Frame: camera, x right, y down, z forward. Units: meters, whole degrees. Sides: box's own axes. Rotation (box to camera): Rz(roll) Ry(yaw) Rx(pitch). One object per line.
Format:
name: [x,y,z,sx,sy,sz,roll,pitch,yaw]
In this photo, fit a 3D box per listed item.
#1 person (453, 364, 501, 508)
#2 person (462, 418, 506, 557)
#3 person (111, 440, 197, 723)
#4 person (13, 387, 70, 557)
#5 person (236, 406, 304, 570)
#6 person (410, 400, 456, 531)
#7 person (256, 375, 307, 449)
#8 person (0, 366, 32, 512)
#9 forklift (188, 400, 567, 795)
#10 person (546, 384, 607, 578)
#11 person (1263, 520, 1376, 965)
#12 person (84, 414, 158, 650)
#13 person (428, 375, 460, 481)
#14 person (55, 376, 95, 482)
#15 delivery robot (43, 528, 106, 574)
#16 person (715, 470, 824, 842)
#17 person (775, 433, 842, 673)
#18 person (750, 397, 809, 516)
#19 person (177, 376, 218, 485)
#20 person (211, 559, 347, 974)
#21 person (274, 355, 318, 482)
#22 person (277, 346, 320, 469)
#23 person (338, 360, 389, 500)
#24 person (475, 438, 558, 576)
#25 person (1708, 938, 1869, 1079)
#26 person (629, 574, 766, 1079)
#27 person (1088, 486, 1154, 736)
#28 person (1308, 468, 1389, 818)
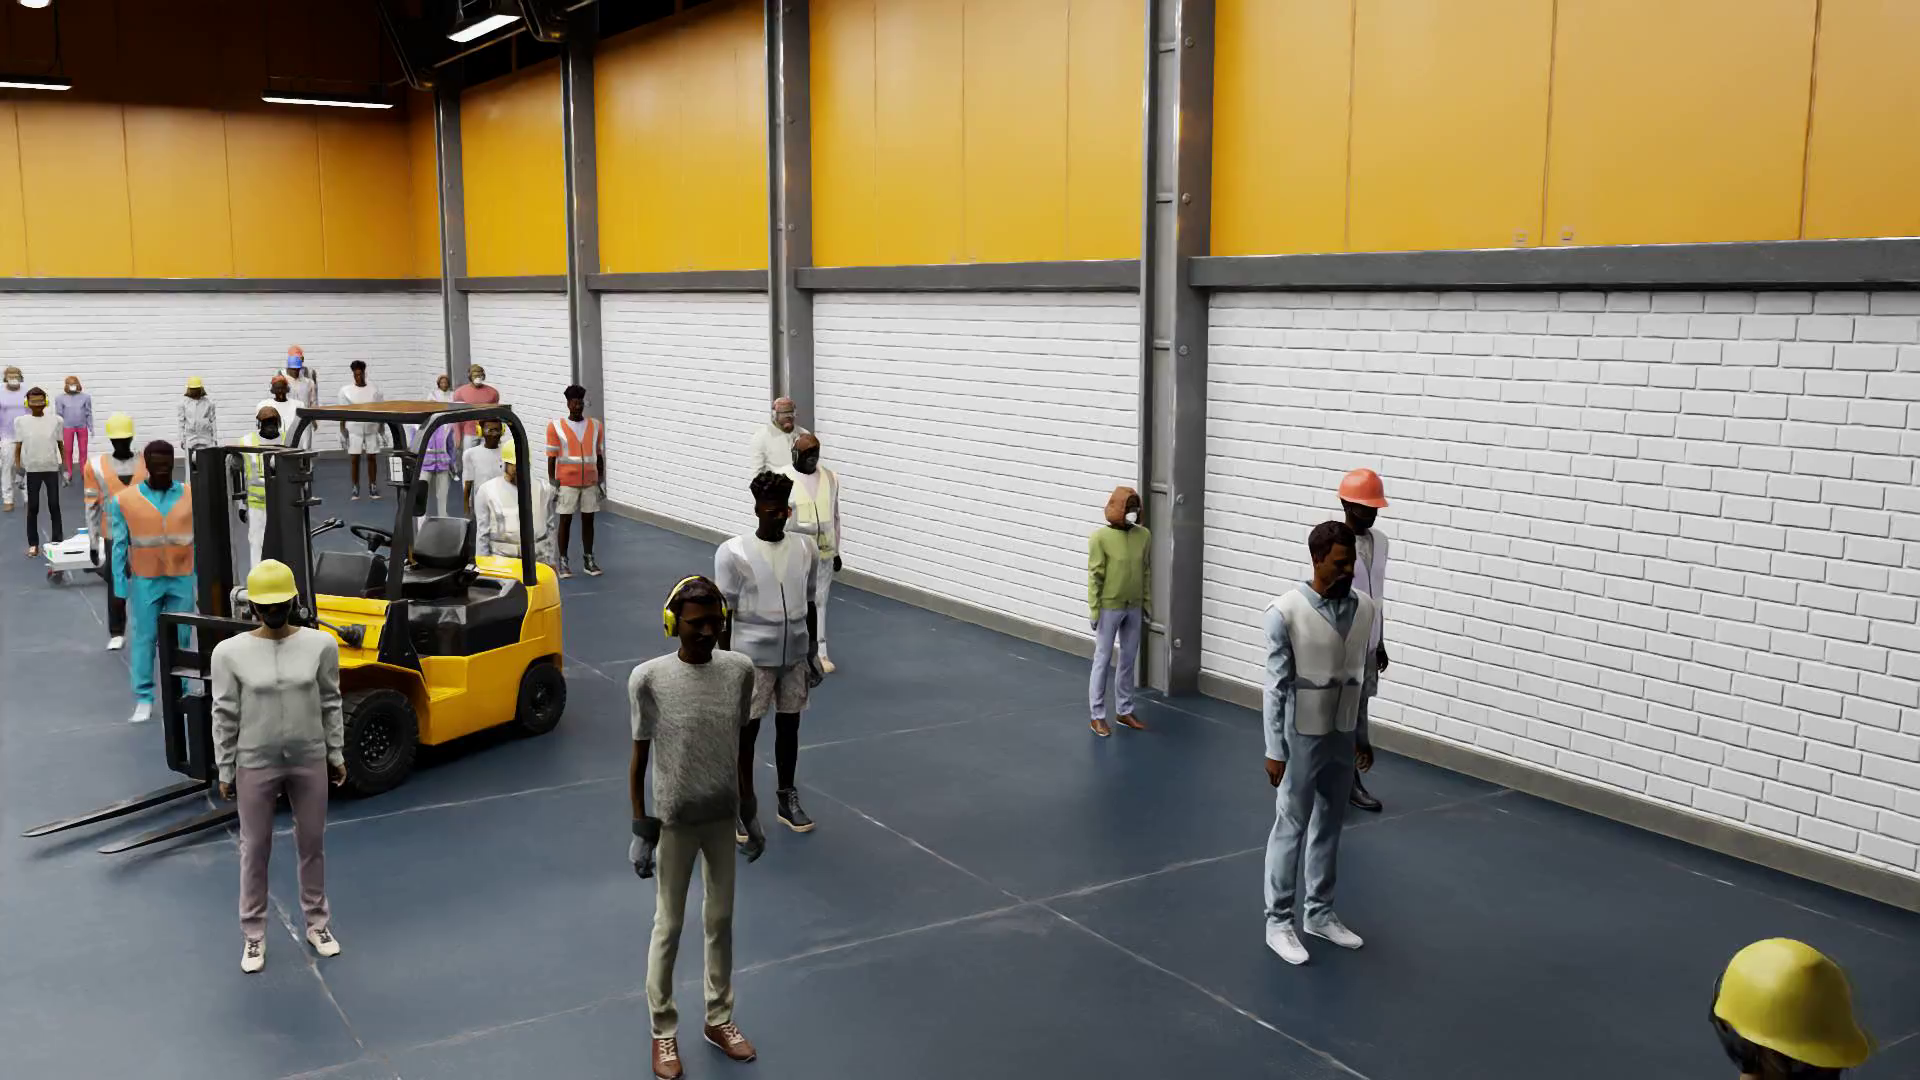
person: [-6.478,-1.395,22.350,0.635,1.936,0.356,-5,10,-32]
person: [-4.057,-0.190,14.473,0.533,1.864,0.310,-5,10,-32]
person: [-5.404,0.275,11.255,0.632,1.905,0.390,-7,11,-38]
person: [-10.057,-0.746,18.222,0.533,1.864,0.309,-5,10,-32]
person: [-6.414,-0.333,15.525,0.633,1.839,0.429,-5,10,-32]
person: [-6.183,-0.827,19.531,0.522,1.636,0.310,-5,10,-32]
person: [-8.290,-1.075,20.371,0.584,1.882,0.337,-5,10,-32]
person: [-12.480,-1.331,21.983,0.657,1.926,0.402,-7,11,-41]
forklift: [-3.529,0.258,10.348,1.214,2.155,2.313,4,9,25]
person: [-3.889,-0.601,16.903,0.613,1.963,0.361,-5,10,-32]
person: [1.551,0.857,7.245,0.596,1.914,0.373,-5,10,-32]
person: [-6.725,-0.061,13.465,0.607,1.912,0.458,-5,10,-29]
person: [-7.891,-1.713,25.495,0.522,1.638,0.310,-5,10,-32]
person: [-13.539,-1.695,25.448,0.540,1.620,0.369,-7,11,-37]
delivery robot: [-8.649,0.124,16.439,0.707,0.478,0.477,-6,10,-36]
person: [-0.999,0.602,8.798,0.613,1.961,0.368,-5,10,-32]
person: [-1.164,0.109,12.547,0.633,1.839,0.429,-5,10,-32]
person: [-1.655,-0.402,15.762,0.651,1.906,0.403,-5,10,-32]
person: [-10.533,-1.396,23.009,0.492,1.742,0.319,-5,10,-32]
person: [-2.894,0.952,7.109,0.533,1.767,0.325,-5,10,-32]
person: [-10.067,-1.827,25.239,0.615,1.943,0.409,-5,10,-32]
person: [-10.777,-2.142,27.136,0.639,2.029,0.478,-5,10,-28]
person: [-8.336,-1.528,23.256,0.658,1.952,0.428,-4,9,-24]
person: [-3.260,0.153,12.282,0.600,1.827,0.404,-5,10,-32]
person: [1.454,1.567,3.065,0.557,1.762,0.353,-4,9,-26]
person: [-0.968,1.044,6.157,0.533,1.864,0.310,-5,10,-32]
person: [1.052,0.457,10.892,0.507,1.630,0.268,-5,10,-32]
person: [2.164,0.566,9.147,0.551,1.932,0.378,-5,10,-32]
